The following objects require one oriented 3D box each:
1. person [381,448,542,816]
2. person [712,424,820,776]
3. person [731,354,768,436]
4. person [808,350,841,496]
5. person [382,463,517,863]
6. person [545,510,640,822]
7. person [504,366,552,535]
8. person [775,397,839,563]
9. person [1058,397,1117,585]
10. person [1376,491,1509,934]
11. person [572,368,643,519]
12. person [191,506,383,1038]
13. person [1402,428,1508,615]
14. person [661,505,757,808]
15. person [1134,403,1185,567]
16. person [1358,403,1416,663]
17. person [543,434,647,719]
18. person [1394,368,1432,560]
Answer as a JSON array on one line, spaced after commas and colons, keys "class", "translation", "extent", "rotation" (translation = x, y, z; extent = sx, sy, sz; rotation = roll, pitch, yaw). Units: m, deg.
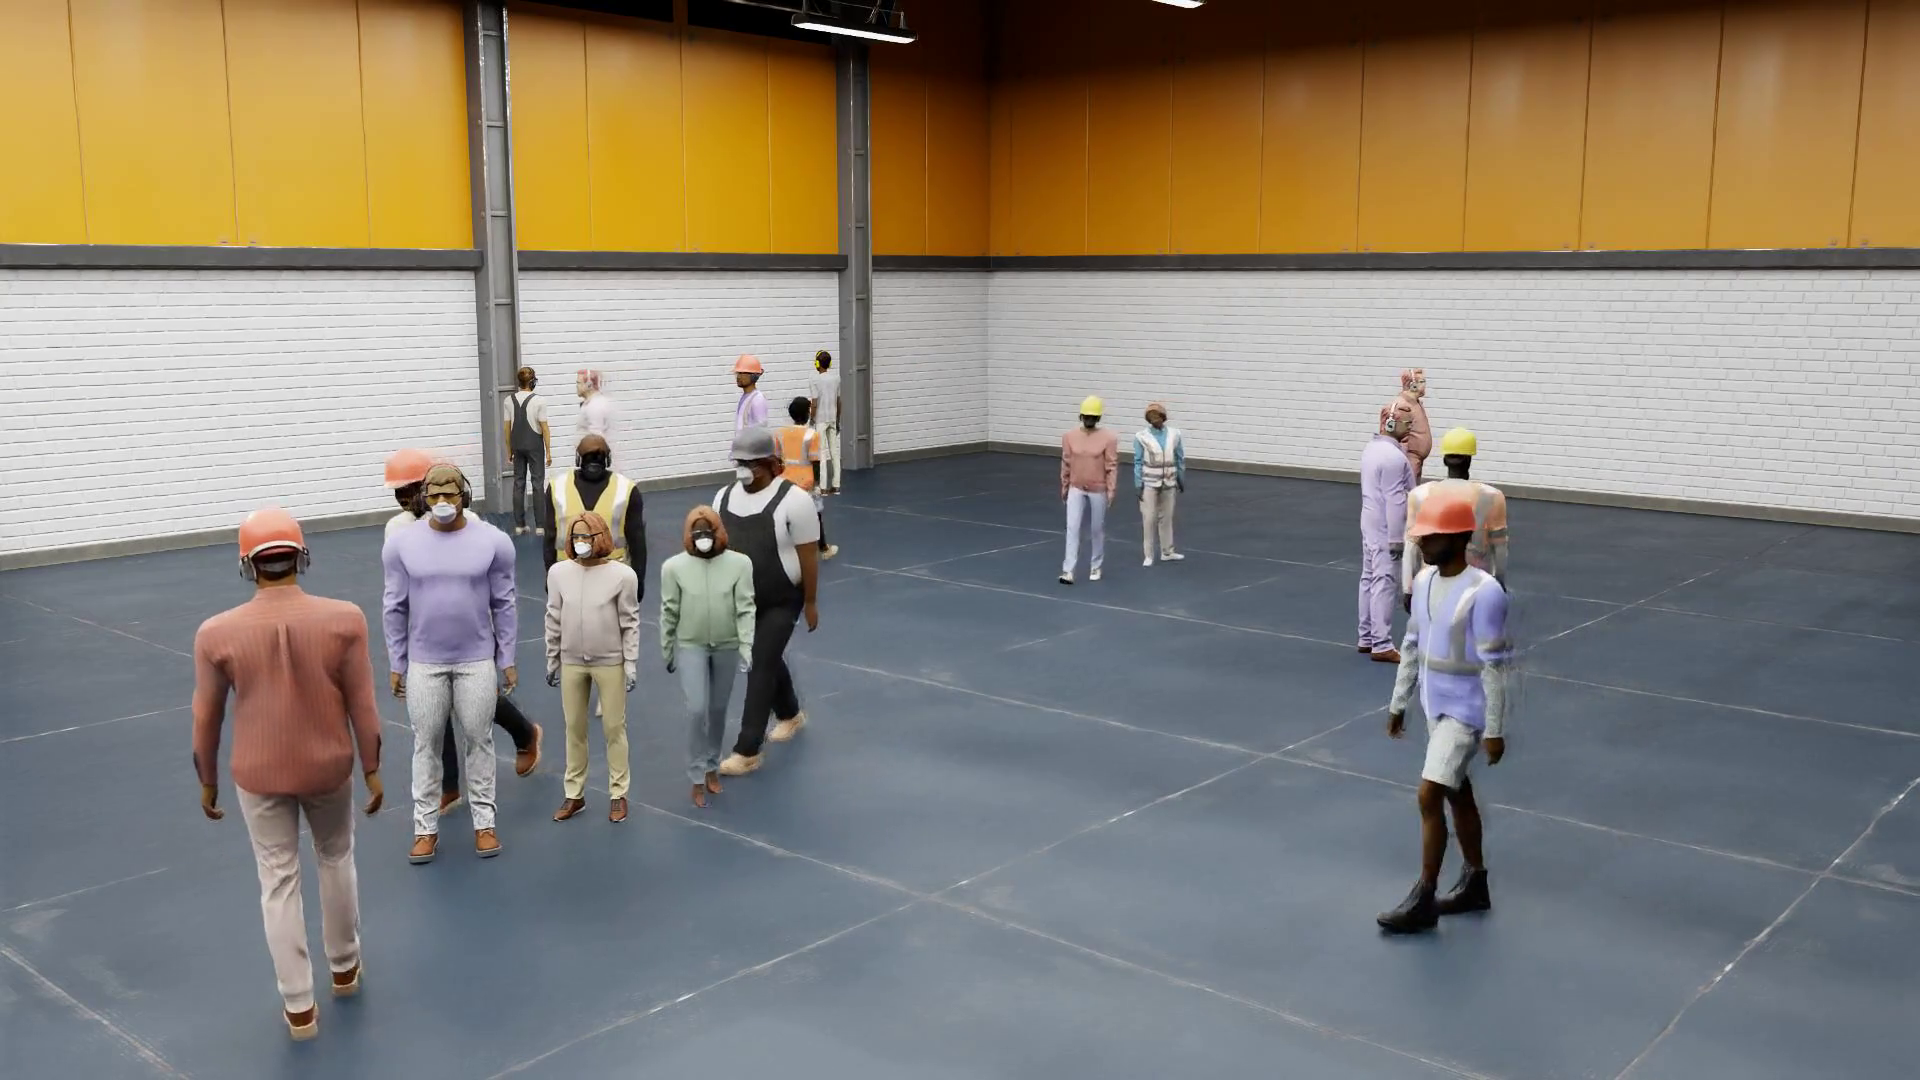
[{"class": "person", "translation": [-2.686, 0.456, 8.876], "extent": [0.640, 1.956, 0.818], "rotation": [3, 9, 18]}, {"class": "person", "translation": [-1.163, 0.271, 9.754], "extent": [0.696, 2.000, 1.030], "rotation": [5, 10, 30]}, {"class": "person", "translation": [-2.111, -0.832, 16.657], "extent": [0.360, 2.047, 0.615], "rotation": [-4, 10, -24]}, {"class": "person", "translation": [-1.753, -1.506, 21.443], "extent": [0.520, 1.874, 0.327], "rotation": [-8, 12, -41]}, {"class": "person", "translation": [-2.461, 0.590, 8.070], "extent": [0.627, 1.941, 0.373], "rotation": [-2, 9, -14]}, {"class": "person", "translation": [-1.906, 0.653, 8.626], "extent": [0.499, 1.634, 0.279], "rotation": [1, 9, 6]}, {"class": "person", "translation": [-4.706, -0.966, 18.139], "extent": [0.517, 1.843, 0.326], "rotation": [2, 9, 12]}, {"class": "person", "translation": [-1.496, -0.555, 16.100], "extent": [0.553, 1.655, 0.819], "rotation": [4, 10, 26]}, {"class": "person", "translation": [1.157, -0.438, 15.184], "extent": [0.536, 1.723, 0.877], "rotation": [2, 9, 14]}, {"class": "person", "translation": [2.051, 0.739, 7.225], "extent": [0.789, 1.904, 0.568], "rotation": [-3, 9, -16]}, {"class": "person", "translation": [-3.709, -0.833, 17.202], "extent": [0.713, 1.887, 0.648], "rotation": [-2, 9, -12]}, {"class": "person", "translation": [-2.549, 0.846, 6.322], "extent": [0.646, 1.979, 0.660], "rotation": [-4, 10, -23]}, {"class": "person", "translation": [3.102, 0.246, 10.412], "extent": [0.605, 1.881, 0.960], "rotation": [5, 10, 27]}, {"class": "person", "translation": [-1.334, 0.617, 8.935], "extent": [0.495, 1.603, 0.645], "rotation": [-3, 9, -17]}, {"class": "person", "translation": [1.979, -0.542, 16.248], "extent": [0.656, 1.608, 0.411], "rotation": [-4, 10, -21]}, {"class": "person", "translation": [3.164, -0.060, 12.267], "extent": [0.400, 1.905, 0.643], "rotation": [0, 9, -1]}, {"class": "person", "translation": [-2.323, 0.241, 10.587], "extent": [0.662, 1.829, 0.572], "rotation": [-1, 9, -7]}, {"class": "person", "translation": [4.509, -0.761, 16.646], "extent": [0.409, 1.910, 0.651], "rotation": [4, 10, 26]}]
